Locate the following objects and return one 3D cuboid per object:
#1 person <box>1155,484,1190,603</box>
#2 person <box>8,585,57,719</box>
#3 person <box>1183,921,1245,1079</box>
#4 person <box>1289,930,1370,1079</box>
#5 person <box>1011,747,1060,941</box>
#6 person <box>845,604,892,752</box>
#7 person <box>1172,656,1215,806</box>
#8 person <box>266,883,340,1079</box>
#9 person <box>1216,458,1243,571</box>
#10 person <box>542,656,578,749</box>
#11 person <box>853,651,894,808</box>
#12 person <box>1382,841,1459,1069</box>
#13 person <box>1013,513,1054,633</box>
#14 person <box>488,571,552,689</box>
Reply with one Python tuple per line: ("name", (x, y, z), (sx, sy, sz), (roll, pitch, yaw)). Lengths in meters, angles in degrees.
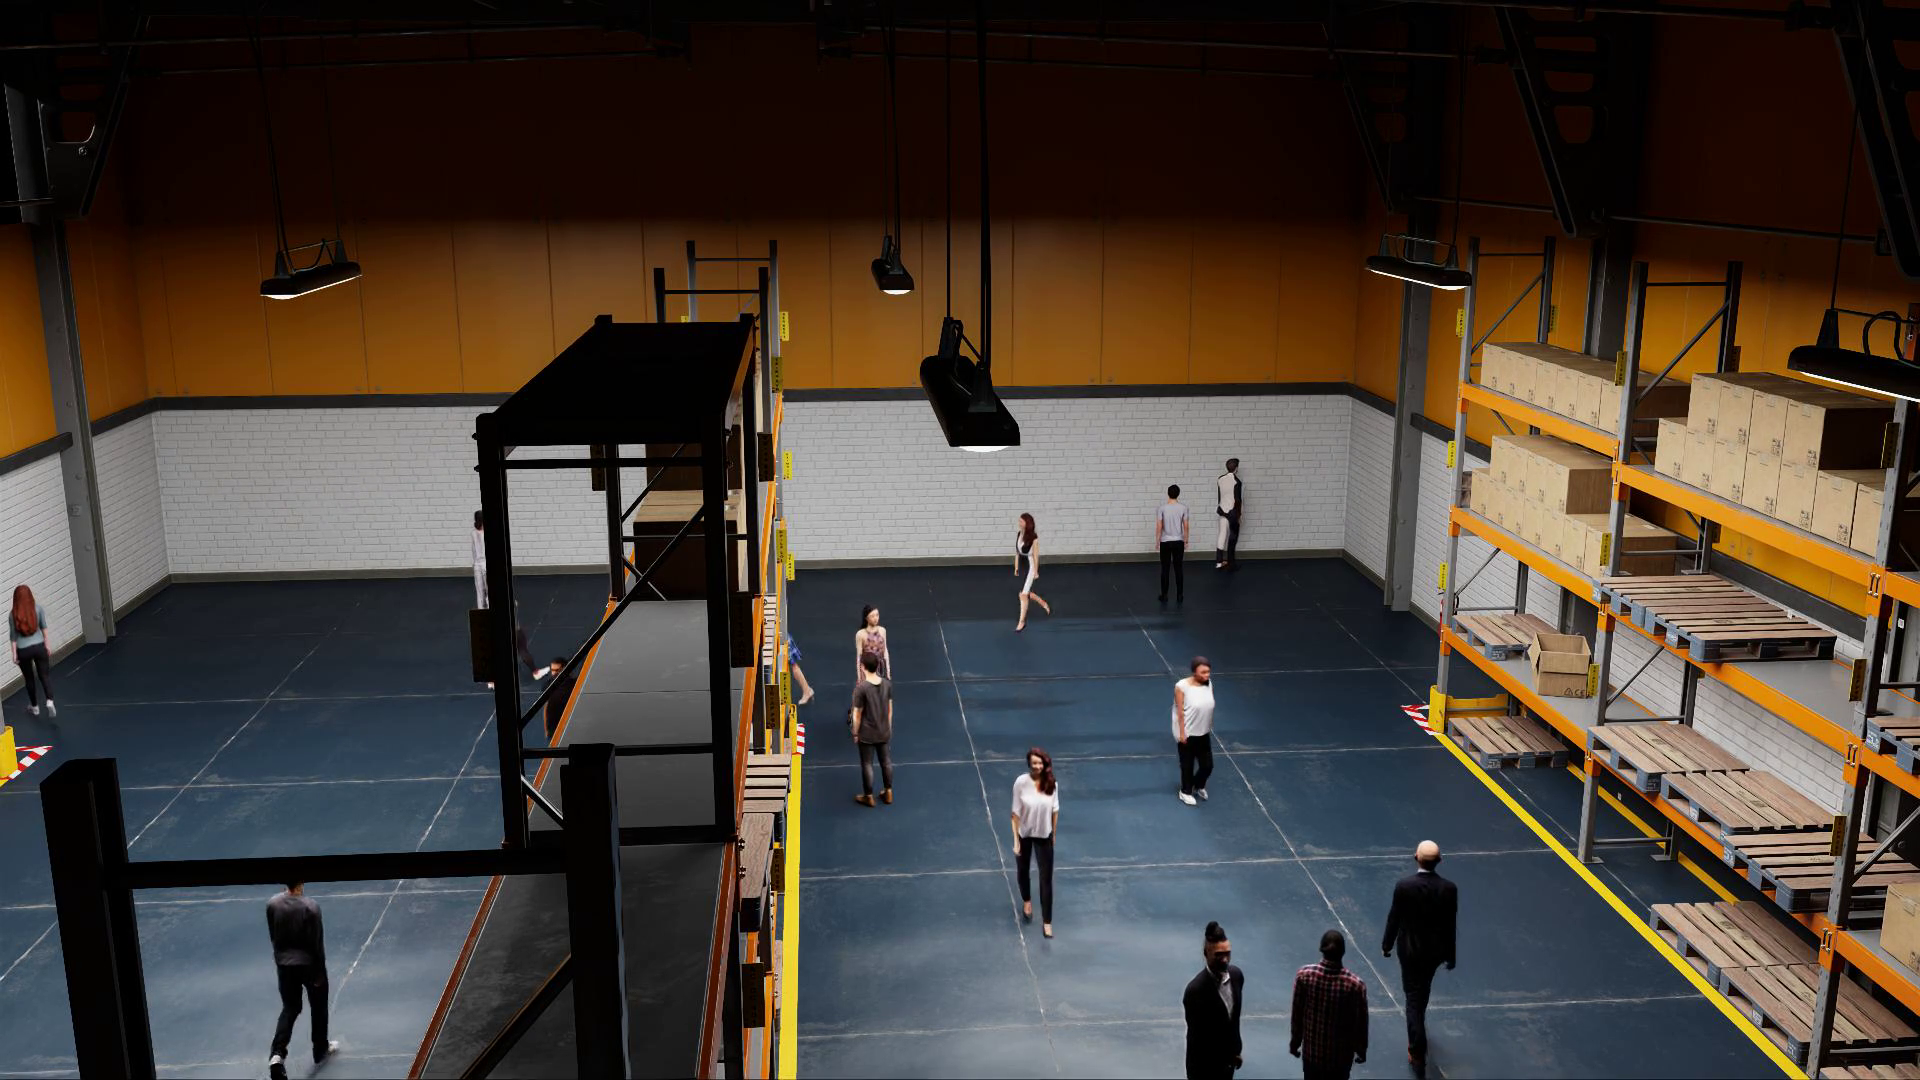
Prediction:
("person", (3.327, 0.048, 26.077), (0.674, 1.863, 0.560), (0, 14, -1))
("person", (-11.531, 1.421, 20.707), (0.984, 1.721, 1.136), (-12, 18, -40))
("person", (1.732, 3.534, 11.485), (0.797, 1.954, 0.818), (-12, 18, -41))
("person", (2.572, 3.591, 11.680), (0.793, 1.751, 0.810), (7, 15, 26))
("person", (0.651, 2.725, 15.266), (0.620, 1.747, 1.075), (-1, 14, -6))
("person", (-1.094, 1.618, 19.847), (1.029, 1.743, 1.208), (-11, 18, -39))
("person", (2.522, 2.052, 18.197), (0.743, 1.675, 0.753), (-7, 15, -26))
("person", (-5.126, 3.324, 12.800), (0.741, 1.744, 1.045), (2, 14, 7))
("person", (4.531, -0.448, 28.070), (0.835, 1.889, 0.720), (-10, 17, -36))
("person", (-4.244, 2.068, 17.989), (0.653, 1.743, 0.698), (1, 14, 3))
("person", (-0.930, 2.056, 18.117), (0.702, 1.707, 0.688), (-7, 15, -27))
("person", (3.619, 3.259, 13.029), (0.818, 1.762, 1.202), (1, 14, 4))
("person", (1.057, 0.469, 24.514), (0.959, 1.779, 1.007), (-10, 17, -34))
("person", (-6.048, 1.197, 21.913), (1.033, 1.588, 1.061), (-12, 18, -40))
